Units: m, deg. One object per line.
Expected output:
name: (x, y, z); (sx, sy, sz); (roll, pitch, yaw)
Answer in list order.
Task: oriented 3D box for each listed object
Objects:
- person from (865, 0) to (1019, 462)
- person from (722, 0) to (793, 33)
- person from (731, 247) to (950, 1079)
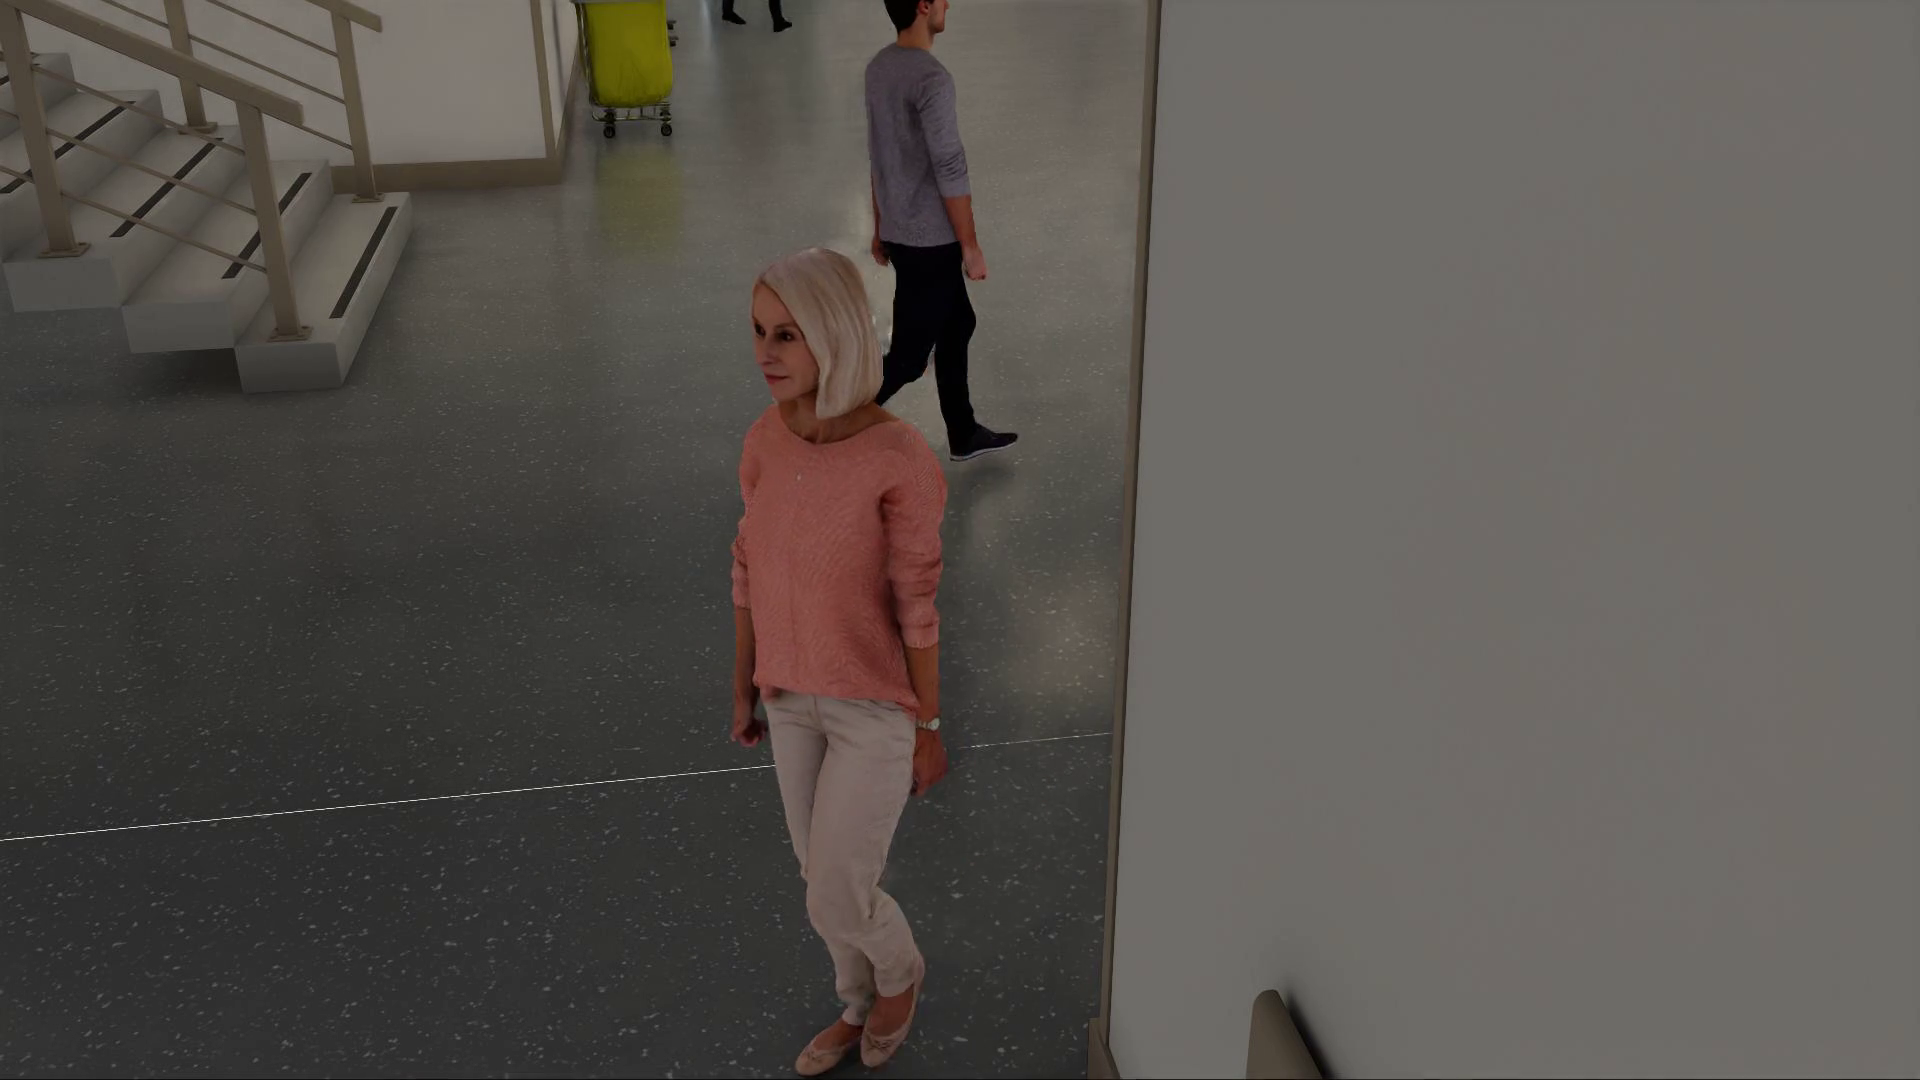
person: (-0.214, -1.013, 5.711); (1.208, 1.807, 0.817); (-9, 27, -19)
person: (-1.946, -5.499, 15.116); (1.157, 1.717, 1.232); (23, 34, 39)
person: (-0.165, 0.275, 3.148); (0.726, 1.714, 0.781); (18, 31, 33)
